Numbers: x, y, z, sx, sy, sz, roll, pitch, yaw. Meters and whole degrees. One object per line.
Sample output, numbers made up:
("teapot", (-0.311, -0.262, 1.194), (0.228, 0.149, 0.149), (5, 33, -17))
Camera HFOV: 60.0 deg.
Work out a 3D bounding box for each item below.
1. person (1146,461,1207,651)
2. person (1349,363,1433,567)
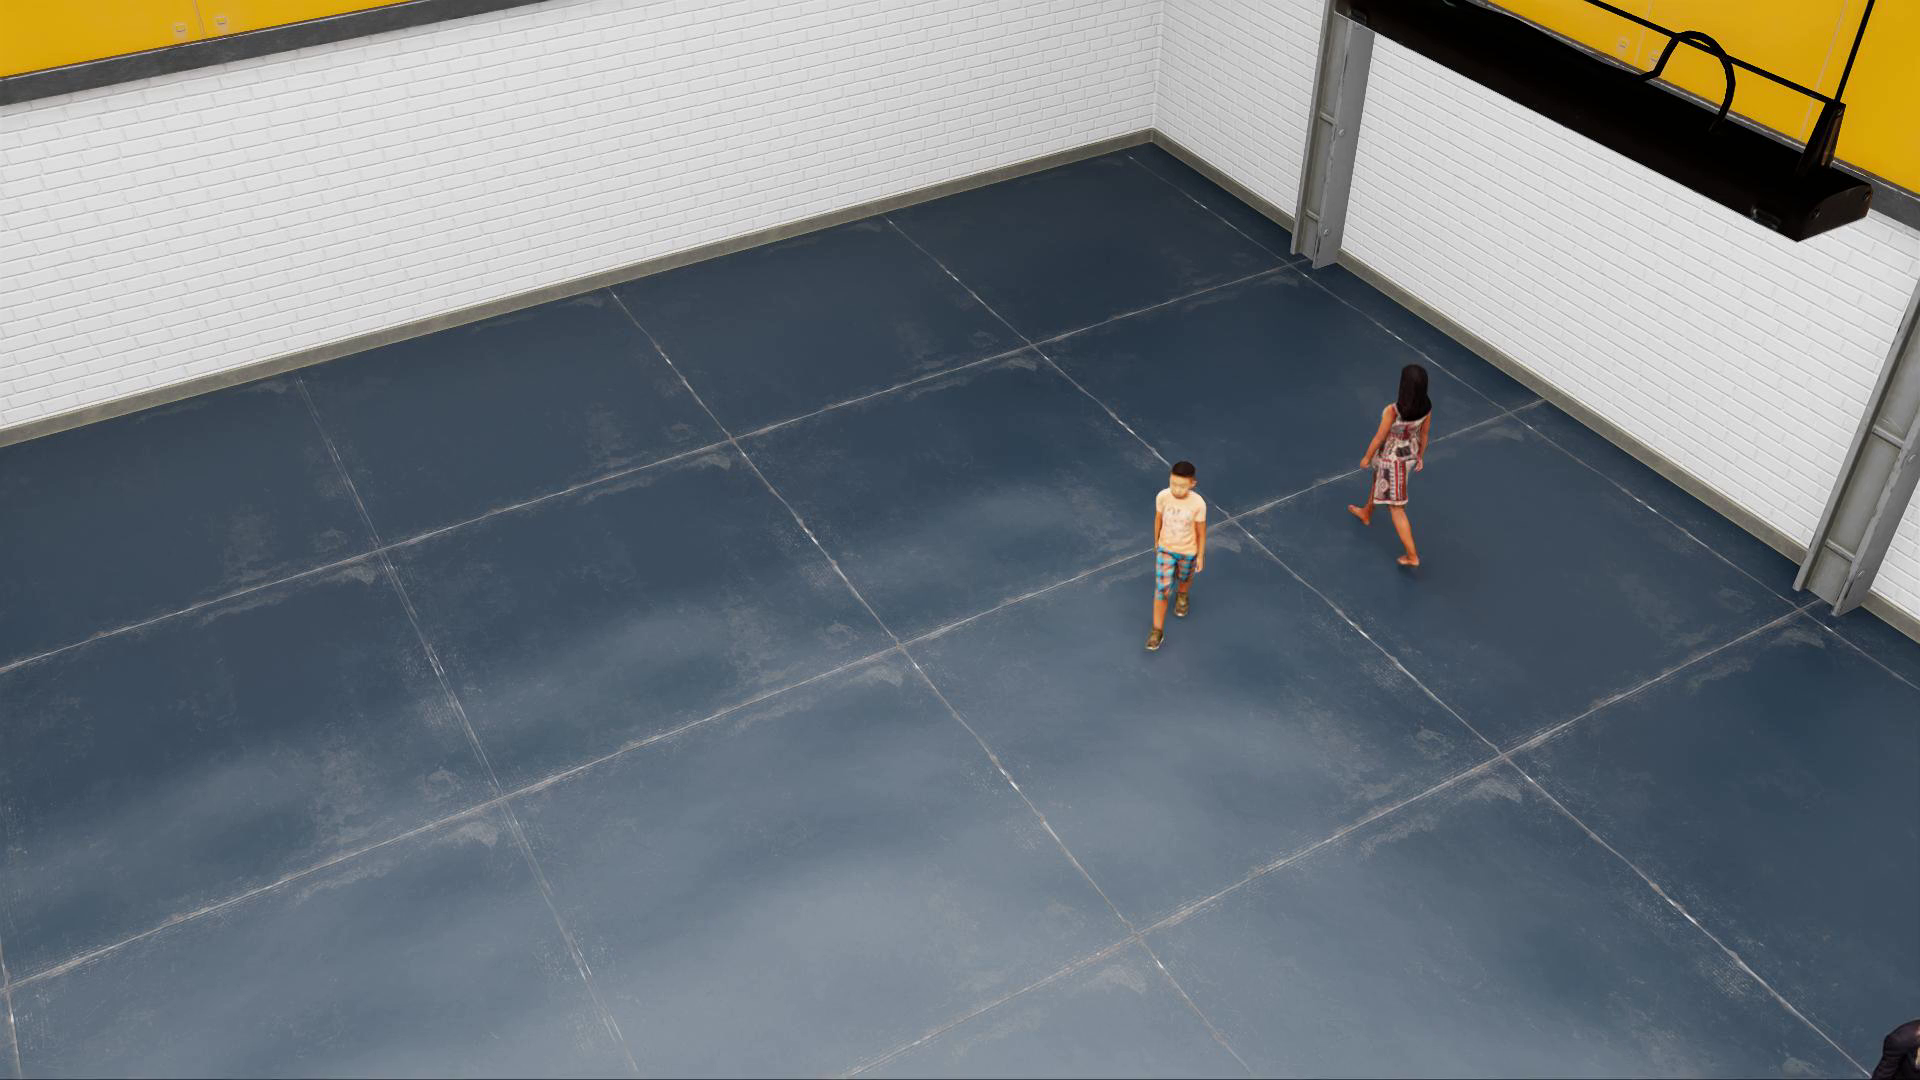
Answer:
("person", (1.579, 0.024, 11.864), (0.953, 1.427, 1.005), (10, 40, 13))
("person", (3.306, -0.538, 12.424), (0.629, 1.606, 1.118), (-21, 43, -24))
